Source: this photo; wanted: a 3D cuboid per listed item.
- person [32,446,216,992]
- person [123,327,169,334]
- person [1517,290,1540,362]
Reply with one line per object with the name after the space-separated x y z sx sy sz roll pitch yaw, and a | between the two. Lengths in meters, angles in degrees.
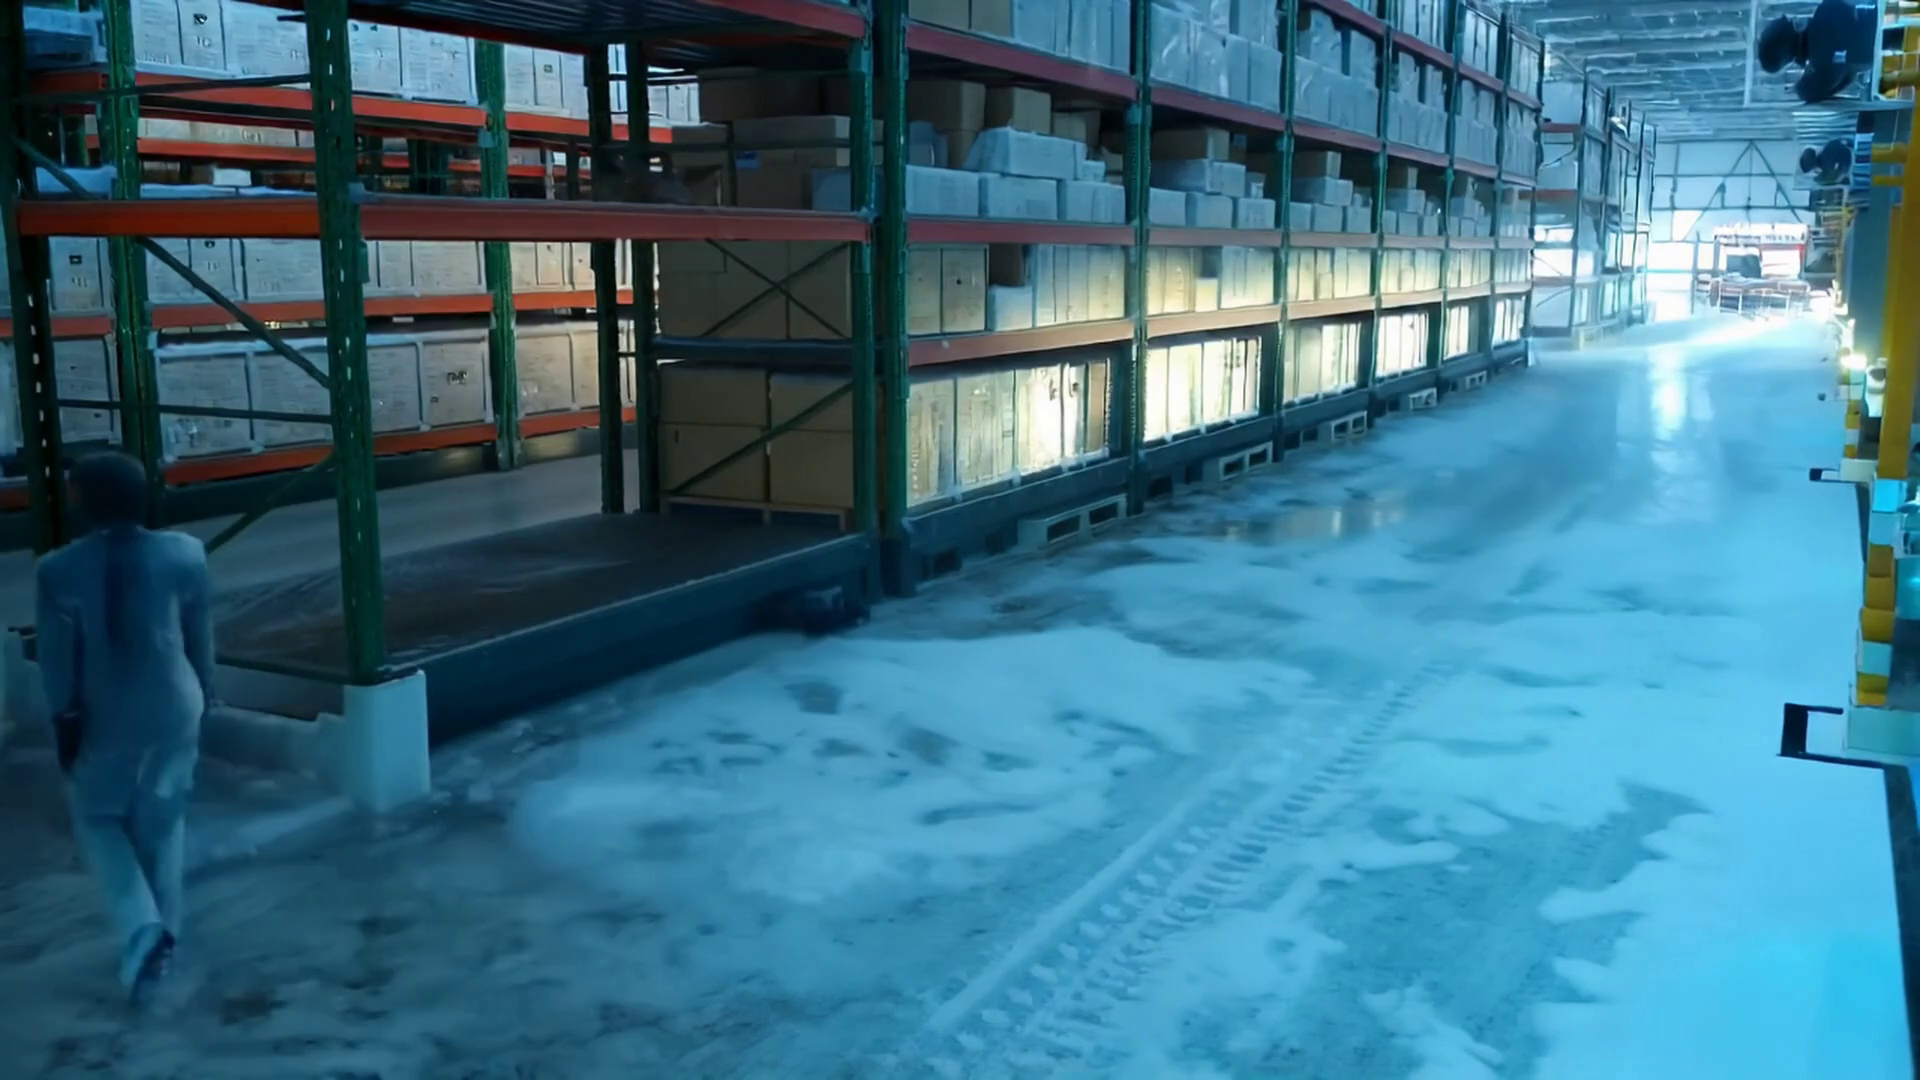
-2.394 0.538 4.858 0.438 1.626 0.520 9 13 42 | person
-8.104 -1.537 16.561 0.580 1.739 0.387 -2 10 -12 | person
10.826 -4.310 32.216 0.916 1.877 0.634 6 11 29 | person
